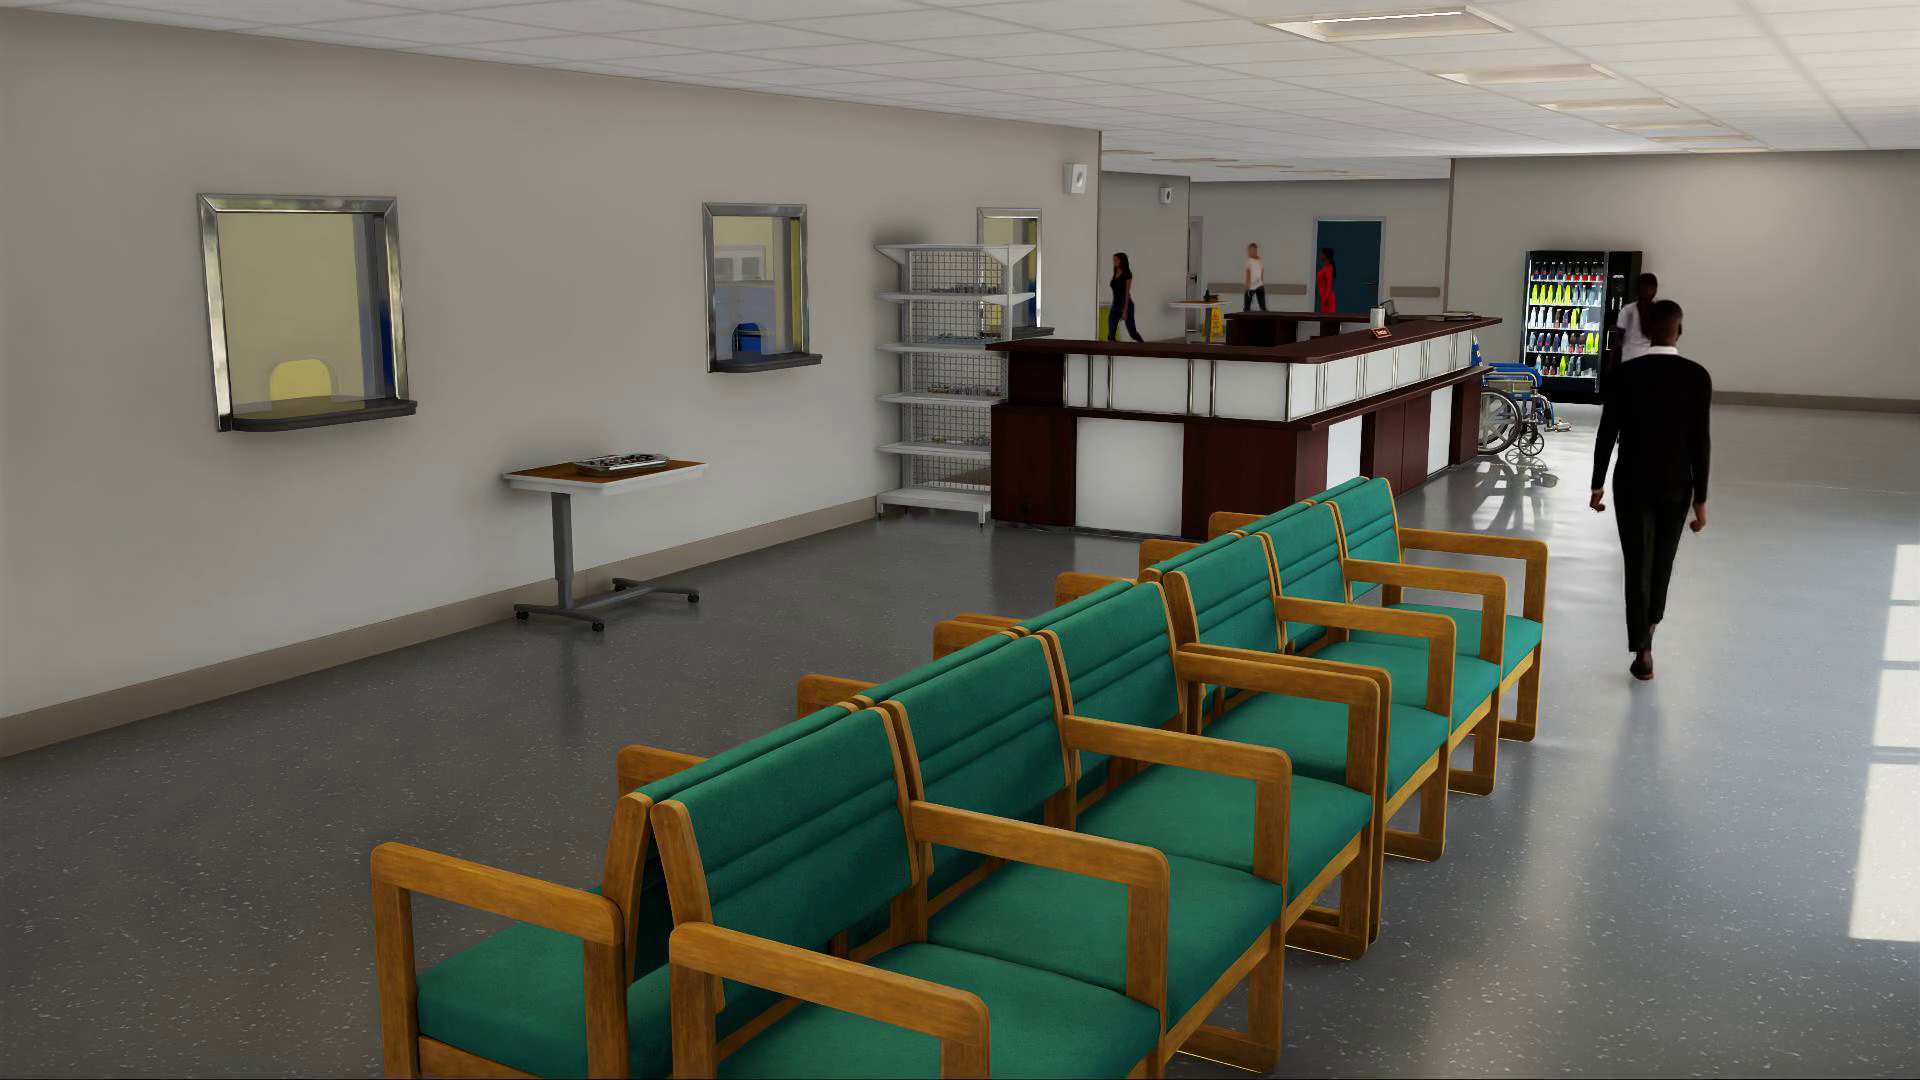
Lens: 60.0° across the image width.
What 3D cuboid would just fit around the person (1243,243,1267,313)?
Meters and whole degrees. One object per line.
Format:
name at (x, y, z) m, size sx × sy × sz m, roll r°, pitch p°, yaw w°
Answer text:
person at (5.724, -4.785, 32.007) m, size 1.141 × 1.762 × 1.275 m, roll -4°, pitch 11°, yaw -19°

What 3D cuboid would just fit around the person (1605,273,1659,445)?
person at (6.221, -1.547, 15.149) m, size 1.091 × 1.687 × 1.046 m, roll -1°, pitch 11°, yaw -5°

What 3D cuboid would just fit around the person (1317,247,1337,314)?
person at (6.121, -3.977, 27.691) m, size 0.755 × 1.784 × 0.737 m, roll 1°, pitch 11°, yaw 3°

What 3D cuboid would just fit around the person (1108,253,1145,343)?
person at (2.539, -3.459, 25.178) m, size 0.898 × 1.703 × 1.148 m, roll -9°, pitch 14°, yaw -39°

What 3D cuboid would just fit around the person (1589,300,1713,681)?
person at (3.268, -0.204, 7.861) m, size 1.148 × 1.764 × 0.880 m, roll 4°, pitch 11°, yaw 19°
